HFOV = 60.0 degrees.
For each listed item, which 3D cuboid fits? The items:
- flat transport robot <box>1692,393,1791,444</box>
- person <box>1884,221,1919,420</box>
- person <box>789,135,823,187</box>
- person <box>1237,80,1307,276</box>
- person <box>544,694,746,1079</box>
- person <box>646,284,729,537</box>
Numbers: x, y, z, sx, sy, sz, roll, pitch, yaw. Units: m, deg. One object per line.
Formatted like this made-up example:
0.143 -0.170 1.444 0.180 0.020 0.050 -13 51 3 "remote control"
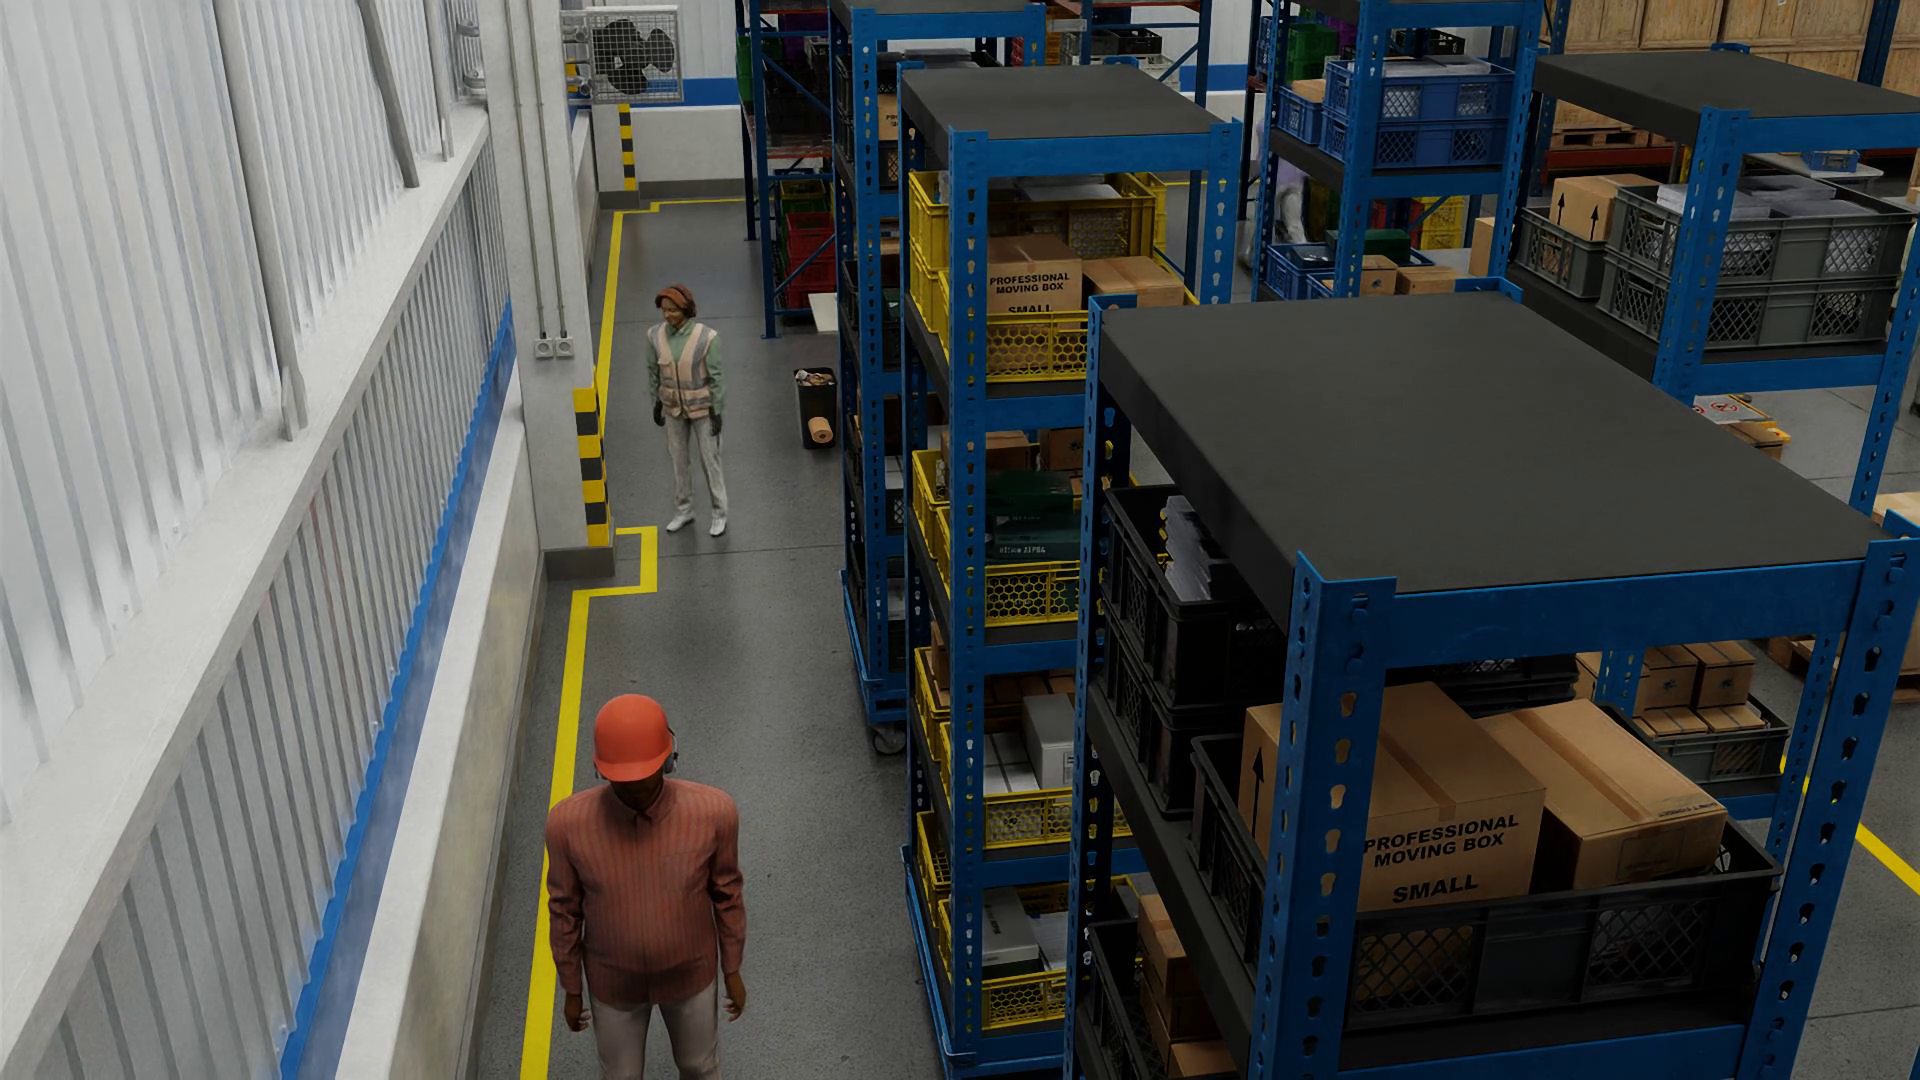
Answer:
5.224 -0.859 12.132 1.431 0.197 0.652 -4 25 -8 "flat transport robot"
7.160 -1.741 12.235 0.606 1.809 0.434 11 27 22 "person"
-1.730 -4.666 18.507 0.463 1.867 0.617 -20 31 -36 "person"
3.003 -3.340 15.638 0.658 1.859 1.014 -10 26 -20 "person"
-0.971 1.362 5.258 0.608 1.995 0.377 -5 25 -12 "person"
-1.700 -0.810 10.409 0.532 1.629 0.323 7 26 16 "person"
